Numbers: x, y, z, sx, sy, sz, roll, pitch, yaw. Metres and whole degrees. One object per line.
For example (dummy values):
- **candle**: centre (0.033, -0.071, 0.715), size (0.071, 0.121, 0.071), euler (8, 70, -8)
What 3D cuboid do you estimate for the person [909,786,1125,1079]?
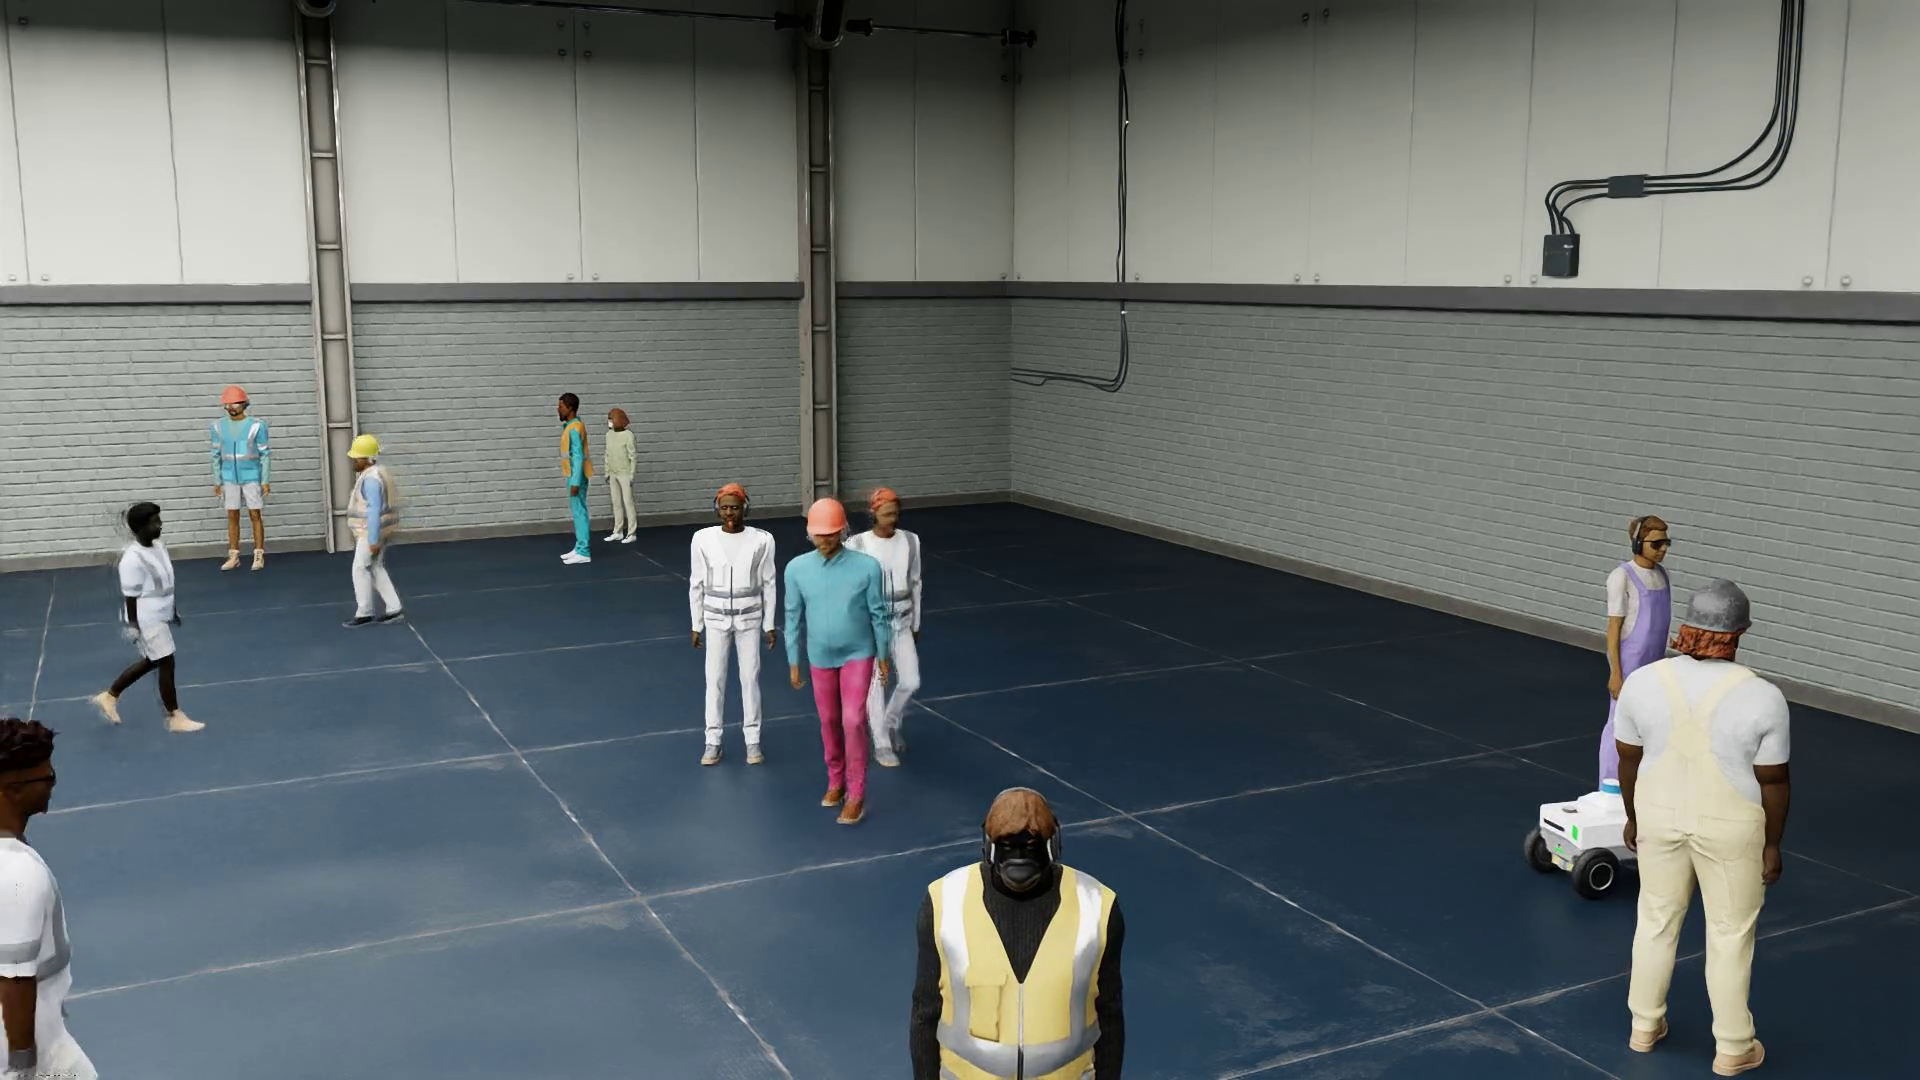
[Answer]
- **person**: centre (0.166, 1.602, 4.772), size (0.621, 1.845, 0.429), euler (0, 9, 0)

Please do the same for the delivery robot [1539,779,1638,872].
- **delivery robot**: centre (3.481, 1.525, 8.911), size (0.707, 0.478, 0.477), euler (-3, 10, -17)

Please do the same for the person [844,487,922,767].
- **person**: centre (-0.497, 0.580, 10.992), size (0.586, 1.869, 0.408), euler (-4, 10, -26)

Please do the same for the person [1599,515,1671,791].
- **person**: centre (4.046, 0.764, 9.920), size (0.513, 1.845, 0.340), euler (-6, 11, -34)

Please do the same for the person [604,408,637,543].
- **person**: centre (-4.103, -0.776, 20.064), size (0.507, 1.631, 0.274), euler (7, 12, 37)

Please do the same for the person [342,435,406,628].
- **person**: centre (-5.421, -0.079, 15.281), size (0.543, 1.787, 0.646), euler (-2, 9, -14)

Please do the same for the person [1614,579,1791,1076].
- **person**: centre (3.085, 1.159, 6.885), size (0.674, 2.000, 0.535), euler (8, 12, 42)

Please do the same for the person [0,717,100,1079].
- **person**: centre (-2.924, 1.483, 5.280), size (0.622, 1.904, 1.016), euler (7, 11, 36)

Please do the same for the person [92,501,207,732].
- **person**: centre (-5.809, 0.549, 11.776), size (0.752, 1.674, 0.527), euler (-1, 9, -7)

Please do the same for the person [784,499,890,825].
- **person**: centre (-0.756, 0.714, 9.932), size (0.632, 1.945, 0.836), euler (1, 9, 9)

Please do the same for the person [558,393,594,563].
- **person**: centre (-4.318, -0.698, 18.700), size (0.394, 1.920, 0.587), euler (-2, 10, -15)

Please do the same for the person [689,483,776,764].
- **person**: centre (-1.508, 0.560, 11.066), size (0.573, 1.883, 0.353), euler (-1, 9, -5)

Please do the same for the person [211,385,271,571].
- **person**: centre (-7.848, -0.673, 18.163), size (0.609, 2.044, 0.394), euler (-1, 9, -3)
